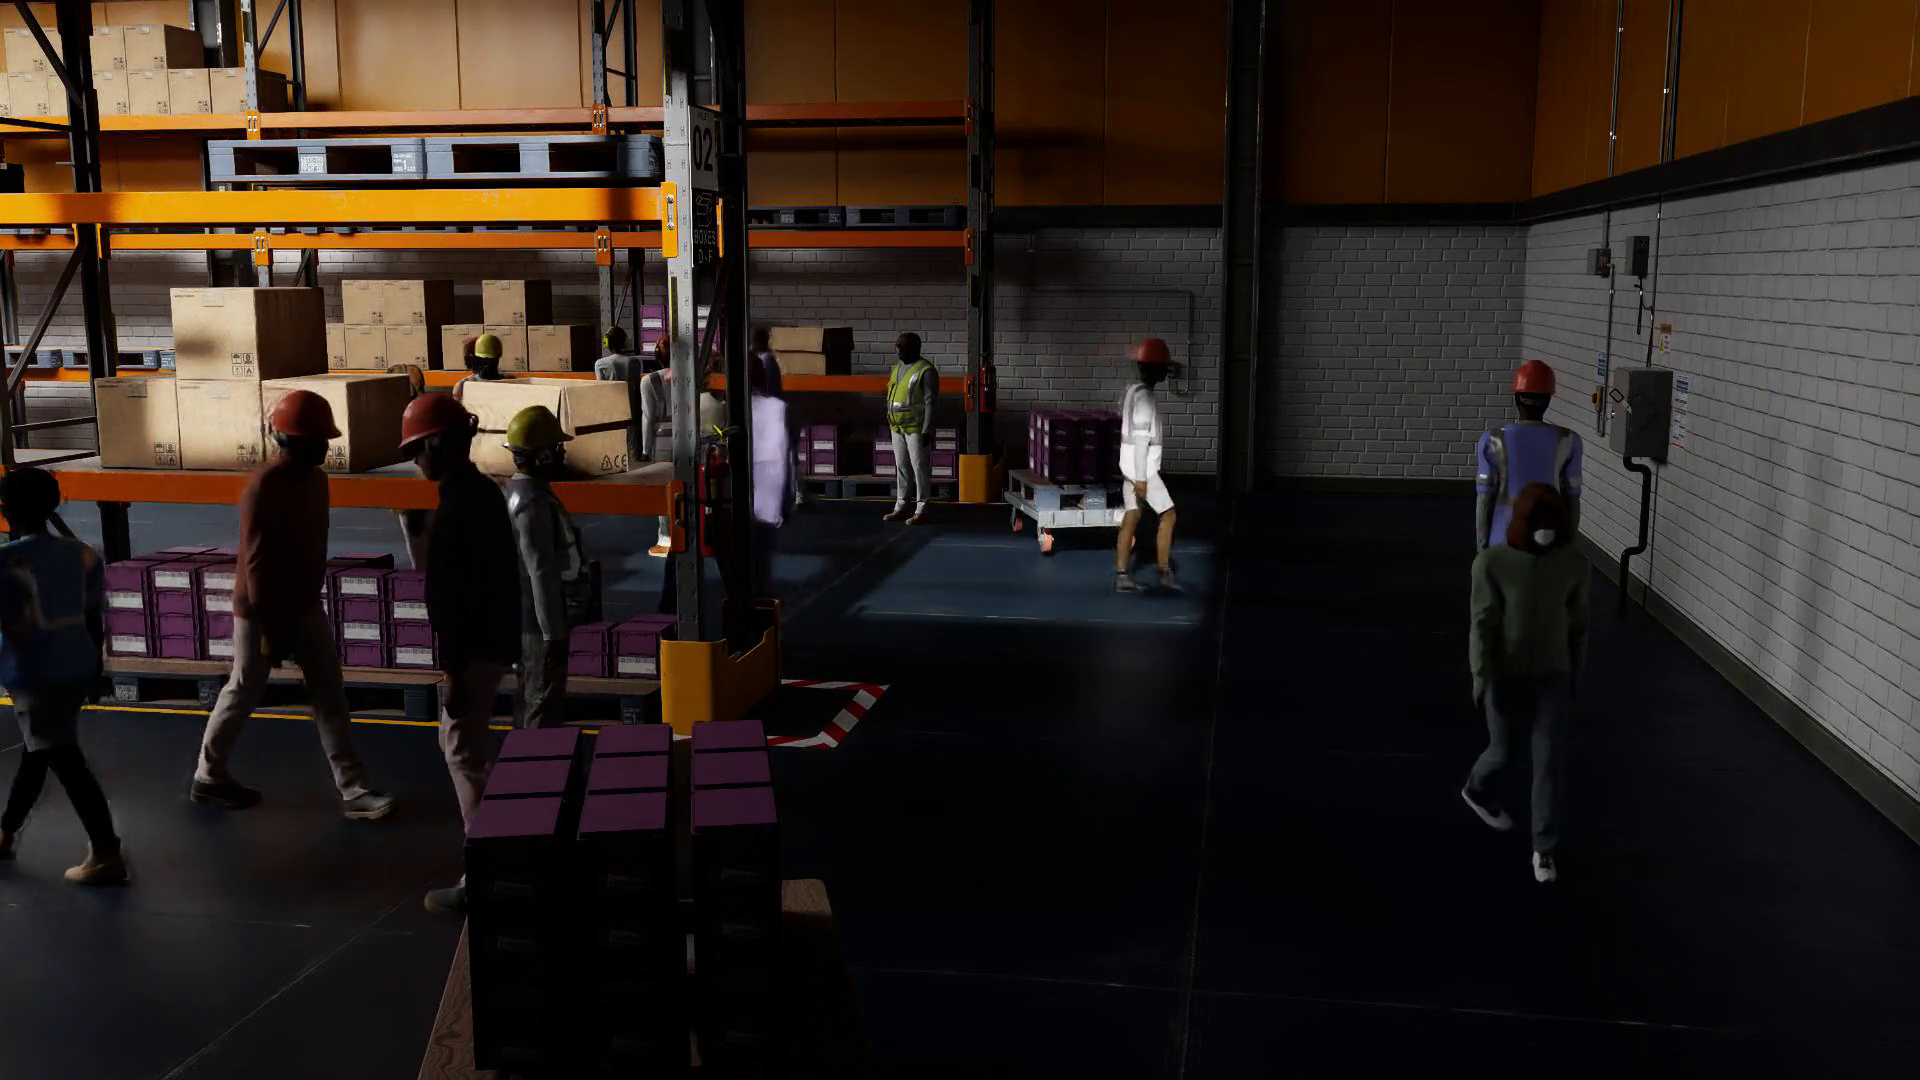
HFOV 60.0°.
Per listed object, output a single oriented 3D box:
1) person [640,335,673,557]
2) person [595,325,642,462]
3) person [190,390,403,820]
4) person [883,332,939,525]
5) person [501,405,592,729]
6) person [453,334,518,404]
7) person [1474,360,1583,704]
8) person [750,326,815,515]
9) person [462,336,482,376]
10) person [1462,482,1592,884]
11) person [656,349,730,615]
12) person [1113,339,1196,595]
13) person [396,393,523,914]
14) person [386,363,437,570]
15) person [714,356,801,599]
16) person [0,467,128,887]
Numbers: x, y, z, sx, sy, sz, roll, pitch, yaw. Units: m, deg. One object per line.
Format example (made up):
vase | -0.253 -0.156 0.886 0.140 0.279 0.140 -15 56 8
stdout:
person | -2.444 -0.792 14.089 0.574 1.882 0.356 -8 12 -39
person | -3.460 -1.231 16.847 0.519 1.873 0.328 -6 11 -32
person | -2.986 0.297 7.299 1.056 1.922 0.610 3 9 15
person | -0.481 -1.064 15.911 0.429 1.842 0.622 -8 12 -40
person | -1.812 0.330 7.266 0.403 1.837 0.591 -4 10 -24
person | -3.758 -0.696 13.400 0.581 1.919 0.391 -5 11 -31
person | 3.060 0.000 9.006 0.545 1.938 0.362 2 9 13
person | -1.910 -1.172 16.453 1.010 1.889 0.619 -2 9 -11
person | -4.115 -0.804 14.210 0.563 1.864 0.631 -5 10 -28
person | 2.284 0.527 6.777 0.505 1.594 0.647 0 9 2
person | -1.674 -0.223 10.347 0.970 1.944 0.665 3 10 20
person | 1.483 -0.529 12.348 0.750 1.911 0.578 0 9 -3
person | -1.817 0.418 6.345 0.601 1.954 0.701 -1 9 -5
person | -3.481 -0.209 10.629 0.429 1.837 0.625 -4 10 -22
person | -1.315 -0.235 10.665 0.701 1.873 0.542 -7 11 -37
person | -3.675 0.531 6.598 0.900 1.628 0.541 2 9 14
